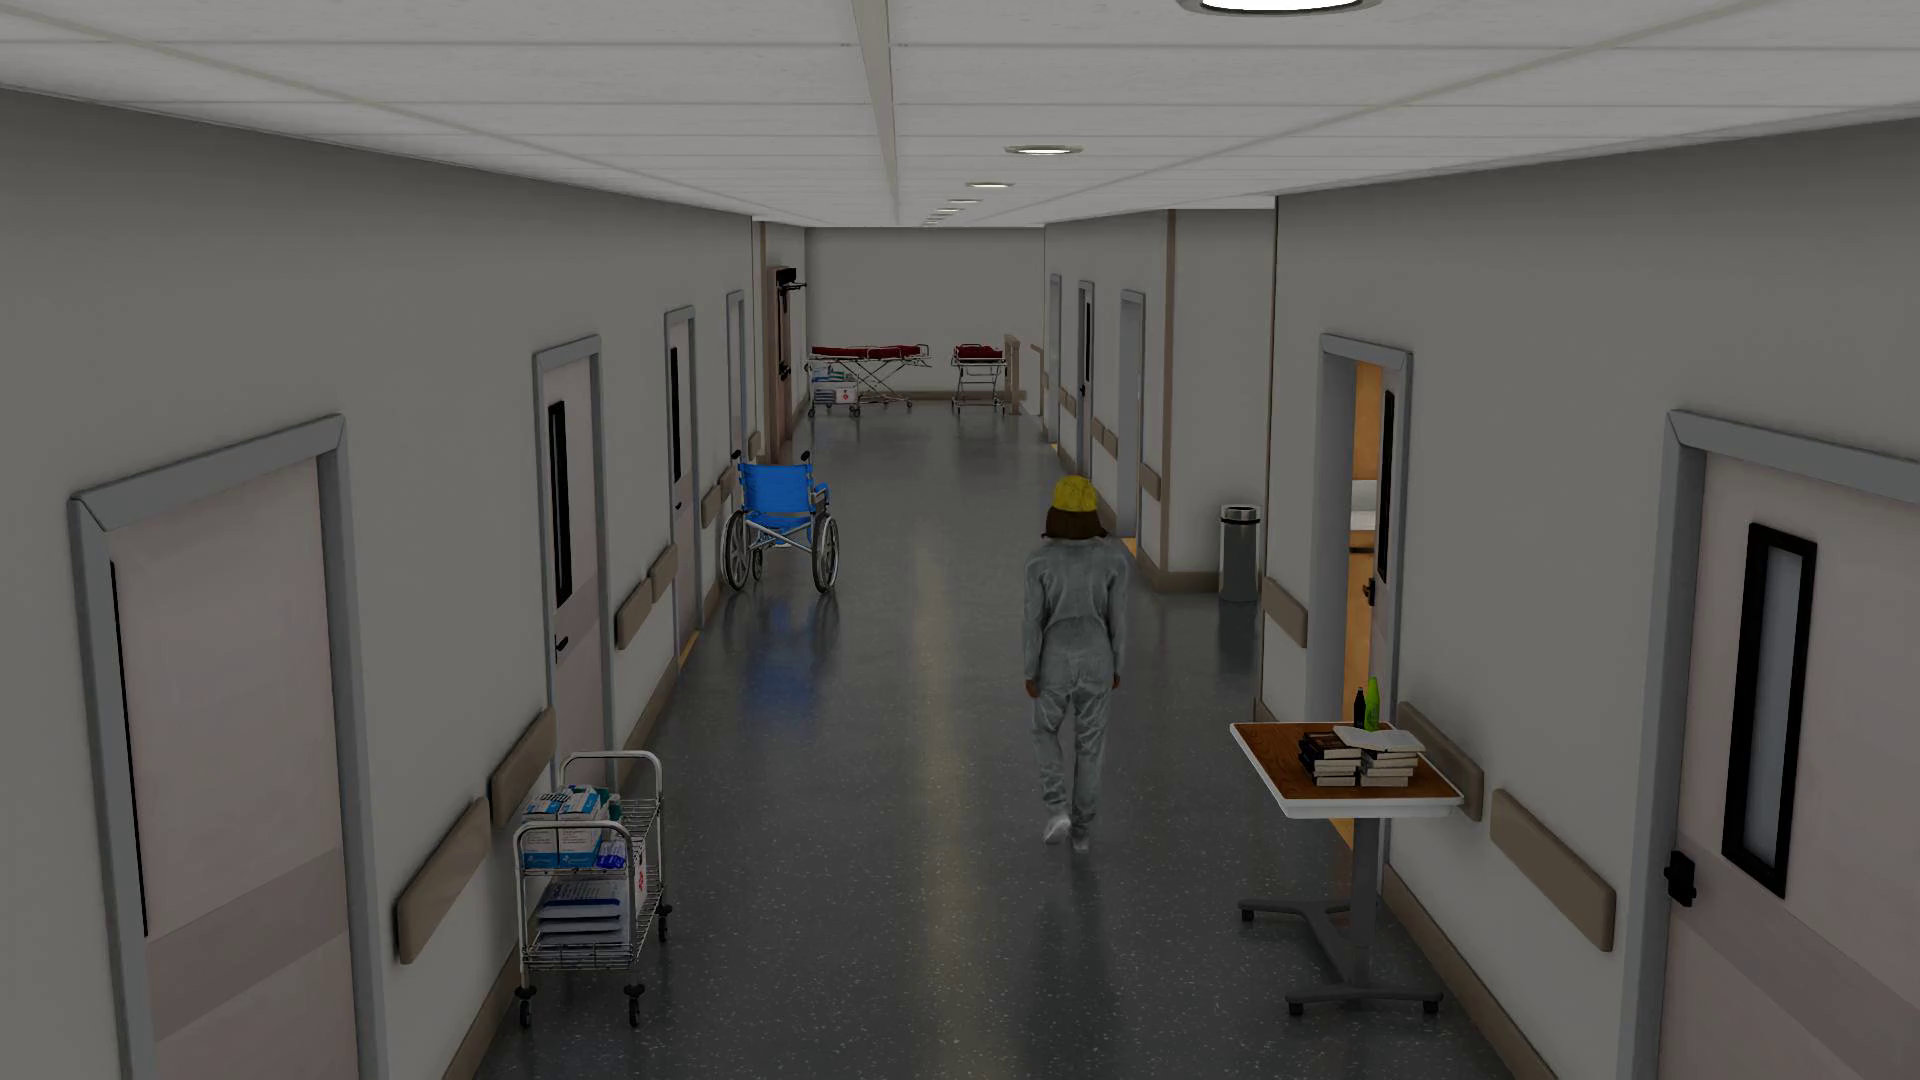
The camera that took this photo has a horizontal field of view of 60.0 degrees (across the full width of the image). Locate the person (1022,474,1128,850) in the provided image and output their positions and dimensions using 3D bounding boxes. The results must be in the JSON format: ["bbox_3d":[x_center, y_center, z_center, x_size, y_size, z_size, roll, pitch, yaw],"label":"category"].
[{"bbox_3d":[0.520,0.570,7.536,0.483,1.733,0.405,-1,10,-3],"label":"person"}]
